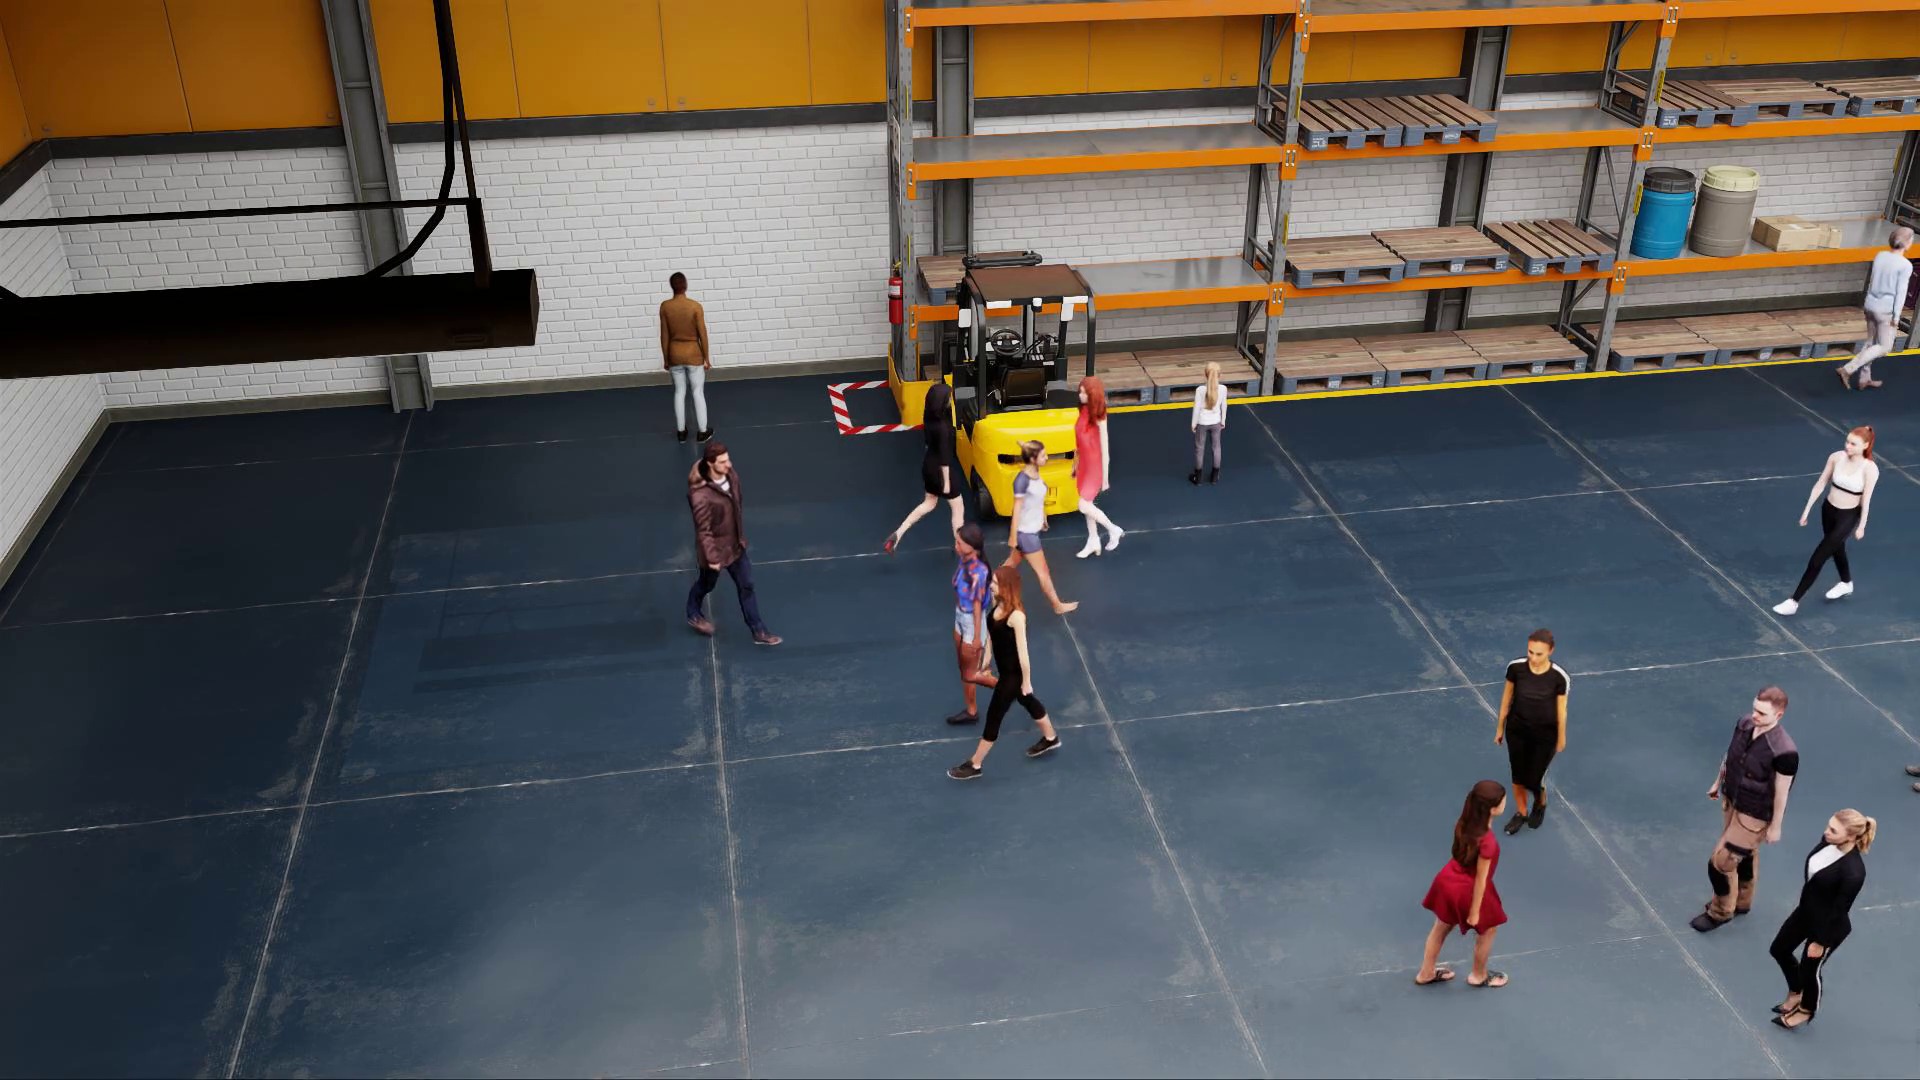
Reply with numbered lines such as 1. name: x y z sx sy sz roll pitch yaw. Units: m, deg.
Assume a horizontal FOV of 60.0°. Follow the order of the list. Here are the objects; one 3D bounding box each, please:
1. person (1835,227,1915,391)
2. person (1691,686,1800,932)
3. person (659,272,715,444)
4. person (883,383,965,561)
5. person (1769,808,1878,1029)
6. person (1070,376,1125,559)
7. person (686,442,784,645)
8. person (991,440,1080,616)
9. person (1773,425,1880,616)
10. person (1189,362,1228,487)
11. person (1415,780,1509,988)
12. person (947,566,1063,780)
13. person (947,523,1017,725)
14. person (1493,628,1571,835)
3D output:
1. person: 9.965 -2.482 18.128 0.975 1.875 0.675 -7 29 -12
2. person: 5.103 1.686 10.547 0.716 1.818 0.715 -3 29 -6
3. person: -2.820 -1.872 17.074 0.548 1.816 0.753 2 29 3
4. person: -0.276 -0.535 14.673 1.132 1.766 0.804 -14 32 -24
5. person: 5.090 2.245 9.662 0.630 1.685 0.670 3 29 5
6. person: 1.267 -0.628 14.799 0.740 1.809 0.621 -7 29 -13
7. person: -2.028 0.033 13.602 1.313 1.795 1.219 16 32 27
8. person: 0.495 -0.094 14.067 1.102 1.572 0.881 9 30 15
9. person: 7.495 -0.168 14.085 1.261 1.685 0.831 -13 31 -22
10. person: 2.435 -1.145 16.301 0.427 1.278 0.554 -4 29 -7
11. person: 2.995 2.116 10.058 0.780 1.532 0.582 -7 29 -12
12. person: 0.448 0.942 12.059 1.202 1.676 0.705 -9 30 -17
13. person: 0.170 0.650 12.537 0.807 1.732 0.651 -8 30 -15
14. person: 3.978 1.280 11.466 0.753 1.652 0.804 20 35 33
